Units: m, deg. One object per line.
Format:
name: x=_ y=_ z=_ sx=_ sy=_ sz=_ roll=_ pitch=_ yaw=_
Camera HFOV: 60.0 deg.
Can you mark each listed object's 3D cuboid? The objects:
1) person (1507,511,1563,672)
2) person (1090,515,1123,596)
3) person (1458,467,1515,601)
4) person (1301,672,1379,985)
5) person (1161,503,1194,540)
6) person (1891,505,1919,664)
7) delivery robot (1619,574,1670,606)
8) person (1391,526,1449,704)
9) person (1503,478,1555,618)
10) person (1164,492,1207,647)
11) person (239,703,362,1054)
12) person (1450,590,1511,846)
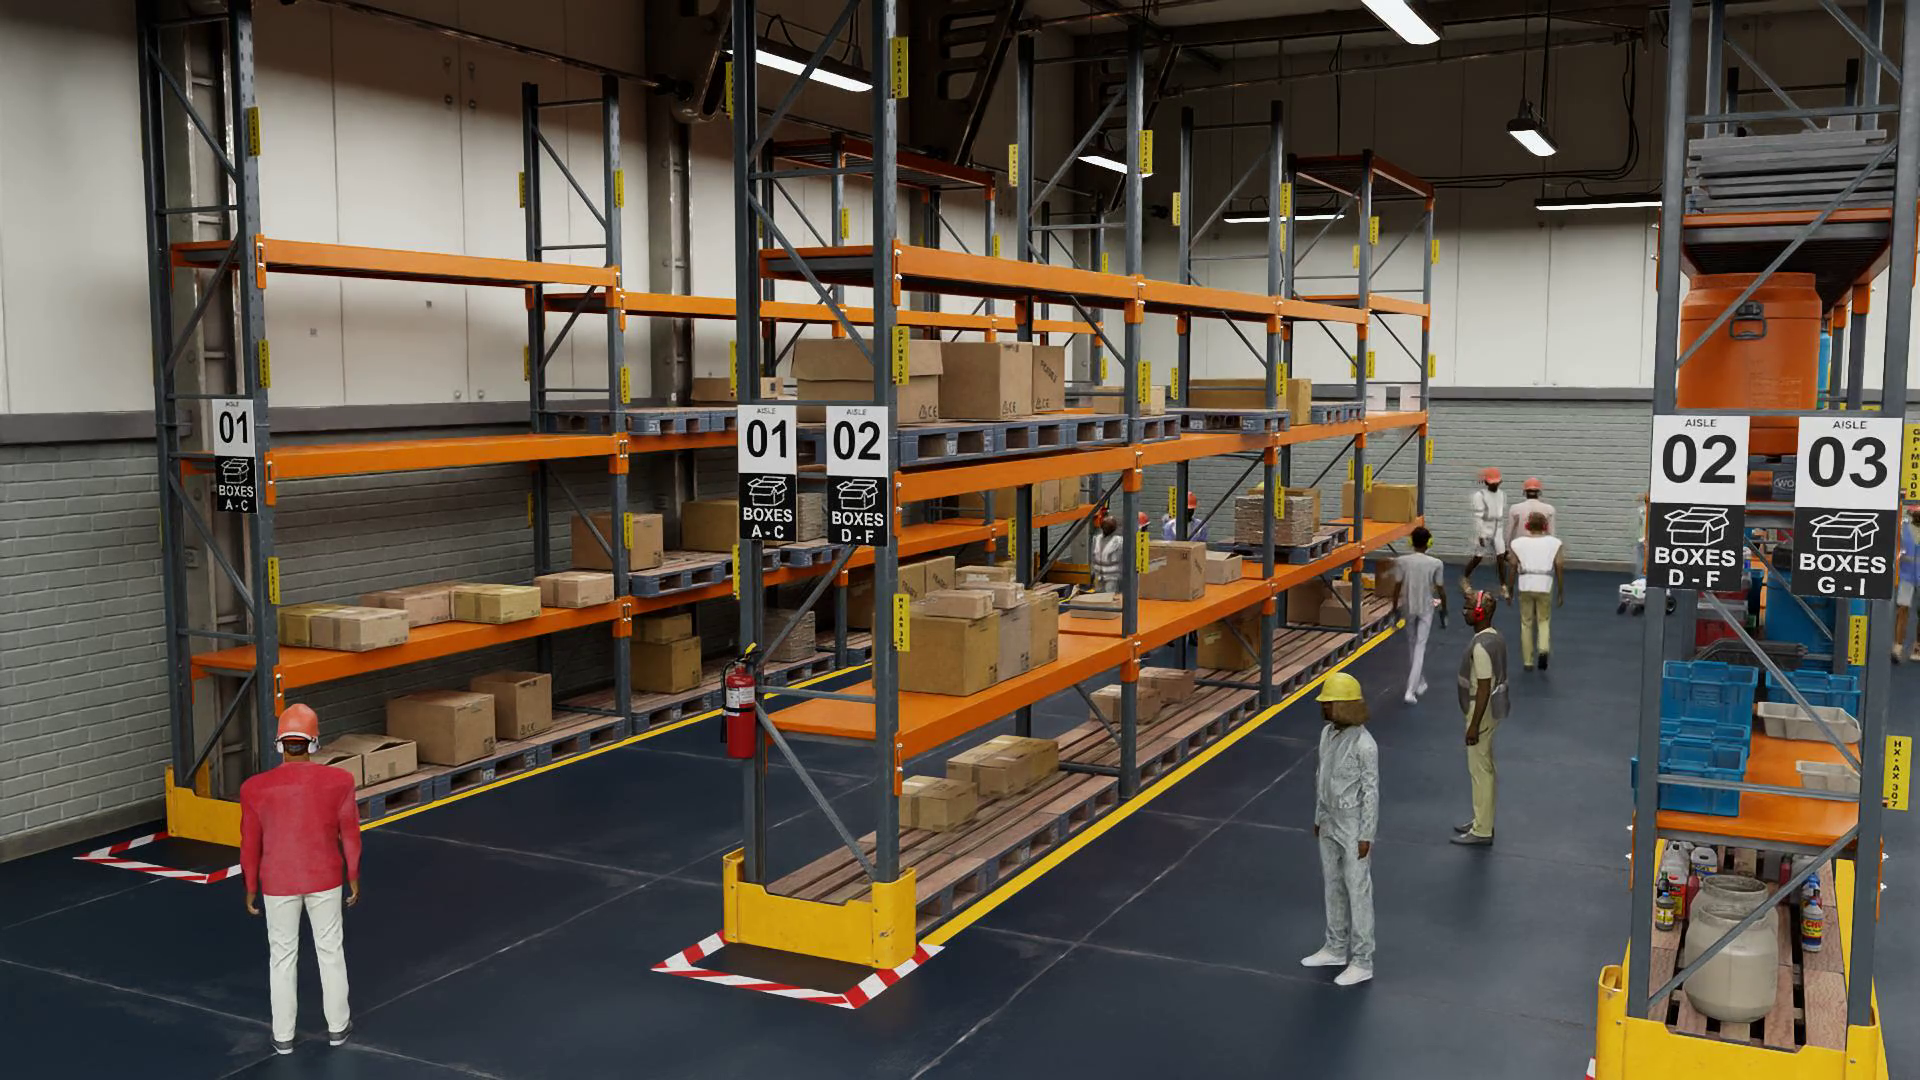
person: x=6.494 y=0.588 z=18.798 sx=0.589 sy=1.822 sz=0.452 roll=1 pitch=6 yaw=14
person: x=1.893 y=0.475 z=20.890 sx=0.532 sy=1.611 sz=0.539 roll=6 pitch=8 yaw=44
person: x=7.896 y=-0.116 z=24.945 sx=0.604 sy=2.009 sz=1.025 roll=-2 pitch=6 yaw=-19
person: x=2.138 y=1.603 z=9.328 sx=0.323 sy=1.742 sz=0.492 roll=-2 pitch=6 yaw=-21
person: x=3.017 y=0.182 z=23.147 sx=0.492 sy=1.742 sz=0.321 roll=-1 pitch=6 yaw=-14
person: x=10.997 y=0.465 z=19.153 sx=0.619 sy=1.991 sz=1.045 roll=4 pitch=7 yaw=37
delivery robot: x=9.544 y=0.721 z=23.179 sx=0.707 sy=0.478 sz=0.477 roll=-3 pitch=6 yaw=-26
person: x=4.747 y=0.763 z=17.168 sx=0.541 sy=1.825 sz=0.989 roll=3 pitch=7 yaw=29
person: x=7.701 y=0.135 z=22.559 sx=0.632 sy=1.948 sz=0.962 roll=1 pitch=6 yaw=7
person: x=2.782 y=0.370 z=20.467 sx=0.543 sy=1.928 sz=0.400 roll=-1 pitch=6 yaw=-10
person: x=-3.320 y=1.694 z=8.395 sx=0.576 sy=1.749 sz=0.334 roll=-3 pitch=6 yaw=-23
person: x=3.768 y=1.277 z=12.004 sx=0.382 sy=1.845 sz=0.571 roll=2 pitch=6 yaw=23
